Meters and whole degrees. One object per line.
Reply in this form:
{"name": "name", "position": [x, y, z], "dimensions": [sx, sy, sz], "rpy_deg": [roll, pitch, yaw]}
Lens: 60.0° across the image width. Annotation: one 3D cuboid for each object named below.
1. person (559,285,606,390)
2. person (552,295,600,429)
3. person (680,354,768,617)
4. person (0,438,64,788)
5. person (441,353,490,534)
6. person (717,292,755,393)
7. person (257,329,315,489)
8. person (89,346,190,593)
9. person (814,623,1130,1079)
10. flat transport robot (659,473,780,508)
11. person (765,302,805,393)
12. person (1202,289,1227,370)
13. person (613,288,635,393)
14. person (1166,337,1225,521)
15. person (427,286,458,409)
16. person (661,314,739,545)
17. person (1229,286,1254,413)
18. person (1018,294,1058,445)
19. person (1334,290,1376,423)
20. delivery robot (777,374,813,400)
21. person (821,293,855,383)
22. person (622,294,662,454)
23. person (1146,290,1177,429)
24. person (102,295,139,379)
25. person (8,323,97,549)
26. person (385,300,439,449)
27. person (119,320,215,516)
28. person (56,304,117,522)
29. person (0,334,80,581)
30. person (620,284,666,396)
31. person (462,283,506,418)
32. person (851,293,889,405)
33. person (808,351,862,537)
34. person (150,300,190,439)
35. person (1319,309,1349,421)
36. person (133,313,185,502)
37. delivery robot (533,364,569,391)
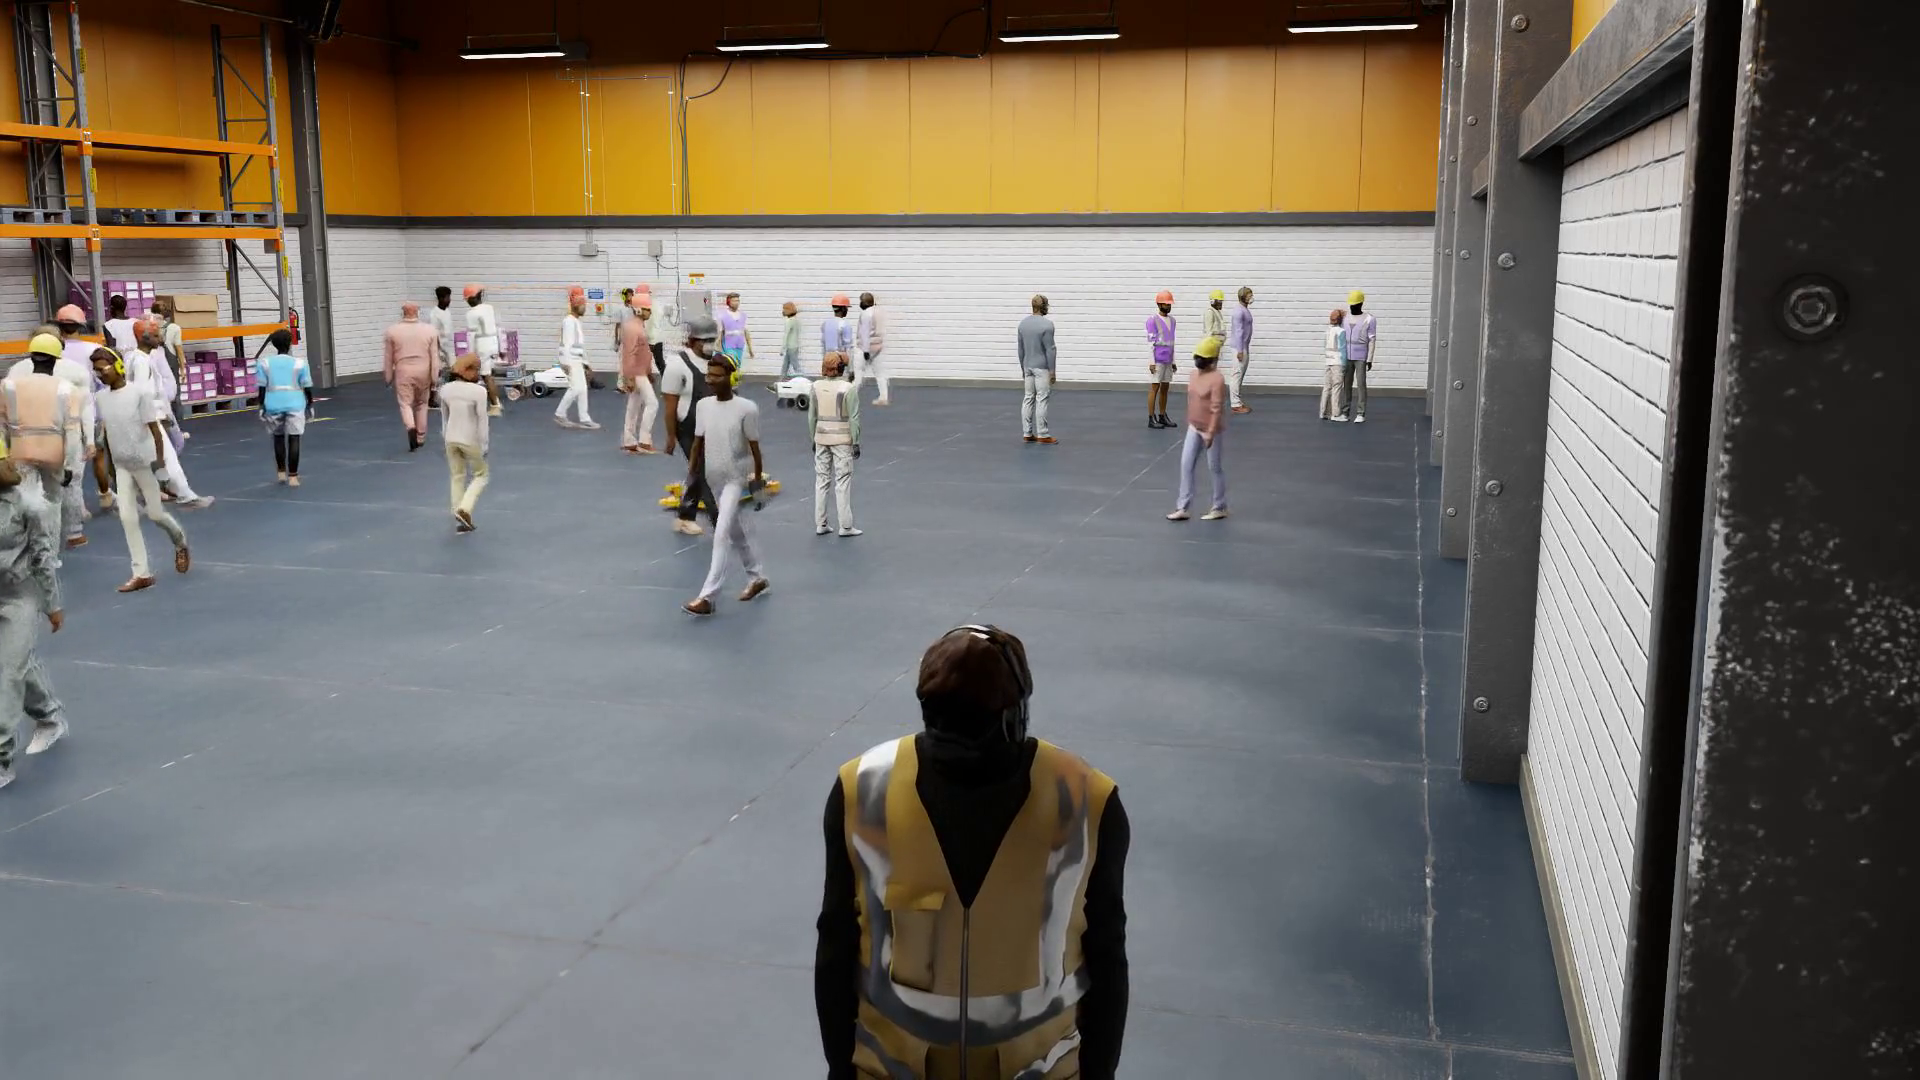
{"name": "person", "position": [-6.880, -3.591, 29.609], "dimensions": [0.967, 1.878, 0.571], "rpy_deg": [0, 10, 0]}
{"name": "person", "position": [-5.402, -2.473, 23.220], "dimensions": [0.691, 1.872, 0.689], "rpy_deg": [0, 10, 2]}
{"name": "person", "position": [-1.648, -0.401, 11.669], "dimensions": [0.504, 1.814, 1.040], "rpy_deg": [6, 12, 30]}
{"name": "person", "position": [-4.636, 0.294, 8.059], "dimensions": [0.501, 1.700, 0.906], "rpy_deg": [0, 10, 3]}
{"name": "person", "position": [-4.389, -0.844, 14.711], "dimensions": [0.536, 1.611, 0.389], "rpy_deg": [3, 10, 16]}
{"name": "person", "position": [-3.534, -3.016, 26.466], "dimensions": [0.708, 1.820, 0.569], "rpy_deg": [9, 13, 41]}
{"name": "person", "position": [-7.148, -1.402, 17.696], "dimensions": [0.553, 1.669, 0.693], "rpy_deg": [-2, 10, -13]}
{"name": "person", "position": [-6.165, -0.560, 12.556], "dimensions": [0.586, 1.826, 0.811], "rpy_deg": [2, 10, 11]}
{"name": "person", "position": [0.022, 1.064, 3.305], "dimensions": [0.622, 1.840, 0.430], "rpy_deg": [1, 10, 3]}
{"name": "flat transport robot", "position": [-2.396, -0.517, 16.685], "dimensions": [0.652, 0.197, 1.431], "rpy_deg": [3, 11, 18]}
{"name": "person", "position": [-2.984, -3.276, 28.544], "dimensions": [0.825, 1.585, 0.523], "rpy_deg": [2, 10, 9]}
{"name": "person", "position": [4.293, -3.306, 28.066], "dimensions": [0.403, 1.828, 0.594], "rpy_deg": [4, 11, 21]}
{"name": "person", "position": [-5.664, -3.443, 28.874], "dimensions": [0.926, 1.816, 0.519], "rpy_deg": [5, 11, 26]}
{"name": "person", "position": [2.225, -1.007, 15.338], "dimensions": [0.729, 1.721, 0.551], "rpy_deg": [-7, 12, -35]}
{"name": "person", "position": [-8.061, -3.003, 26.046], "dimensions": [0.698, 1.934, 0.673], "rpy_deg": [2, 10, 10]}
{"name": "person", "position": [-2.211, -1.006, 14.449], "dimensions": [1.017, 2.000, 0.693], "rpy_deg": [8, 13, 40]}
{"name": "person", "position": [4.335, -2.922, 25.583], "dimensions": [0.370, 1.940, 0.627], "rpy_deg": [3, 10, 17]}
{"name": "person", "position": [1.014, -2.196, 21.471], "dimensions": [0.364, 1.939, 0.636], "rpy_deg": [-9, 13, -40]}
{"name": "person", "position": [5.731, -2.655, 24.135], "dimensions": [0.585, 1.917, 0.382], "rpy_deg": [9, 14, 42]}
{"name": "delivery robot", "position": [-2.517, -2.373, 26.126], "dimensions": [0.707, 0.478, 0.477], "rpy_deg": [6, 12, 31]}
{"name": "person", "position": [-1.593, -2.319, 22.179], "dimensions": [0.551, 1.932, 0.378], "rpy_deg": [9, 13, 41]}
{"name": "person", "position": [-3.888, -2.031, 20.456], "dimensions": [0.645, 1.972, 0.636], "rpy_deg": [-1, 10, -8]}
{"name": "person", "position": [2.861, -2.536, 23.403], "dimensions": [0.545, 1.938, 0.362], "rpy_deg": [-10, 14, -43]}
{"name": "person", "position": [-10.962, -2.253, 21.863], "dimensions": [0.390, 1.917, 0.587], "rpy_deg": [4, 11, 22]}
{"name": "person", "position": [-7.549, -0.839, 13.846], "dimensions": [0.633, 1.920, 0.680], "rpy_deg": [-2, 10, -11]}
{"name": "person", "position": [-6.892, -2.075, 20.950], "dimensions": [0.650, 1.883, 0.810], "rpy_deg": [-4, 11, -22]}
{"name": "person", "position": [-7.641, -1.163, 15.866], "dimensions": [0.917, 1.842, 0.602], "rpy_deg": [-7, 12, -34]}
{"name": "person", "position": [-8.268, -1.202, 15.650], "dimensions": [0.619, 1.997, 1.020], "rpy_deg": [-3, 10, -15]}
{"name": "person", "position": [-7.082, -0.638, 12.810], "dimensions": [0.611, 1.883, 0.866], "rpy_deg": [-4, 11, -23]}
{"name": "person", "position": [-5.293, -3.362, 28.115], "dimensions": [0.651, 1.915, 0.989], "rpy_deg": [10, 14, 43]}
{"name": "person", "position": [-7.082, -2.807, 24.737], "dimensions": [0.531, 2.006, 0.678], "rpy_deg": [4, 11, 22]}
{"name": "person", "position": [-1.558, -3.069, 26.803], "dimensions": [0.923, 1.800, 0.664], "rpy_deg": [4, 11, 22]}
{"name": "person", "position": [-1.103, -0.844, 14.666], "dimensions": [0.522, 1.638, 0.310], "rpy_deg": [6, 12, 31]}
{"name": "person", "position": [-10.527, -2.241, 21.994], "dimensions": [0.506, 1.846, 0.348], "rpy_deg": [-2, 10, -11]}
{"name": "person", "position": [5.484, -2.548, 24.353], "dimensions": [0.341, 1.628, 0.553], "rpy_deg": [-4, 11, -21]}
{"name": "person", "position": [-8.015, -1.311, 16.627], "dimensions": [0.487, 1.891, 0.650], "rpy_deg": [-4, 11, -24]}
{"name": "delivery robot", "position": [-6.853, -2.743, 28.223], "dimensions": [0.707, 0.478, 0.477], "rpy_deg": [0, 10, 1]}
